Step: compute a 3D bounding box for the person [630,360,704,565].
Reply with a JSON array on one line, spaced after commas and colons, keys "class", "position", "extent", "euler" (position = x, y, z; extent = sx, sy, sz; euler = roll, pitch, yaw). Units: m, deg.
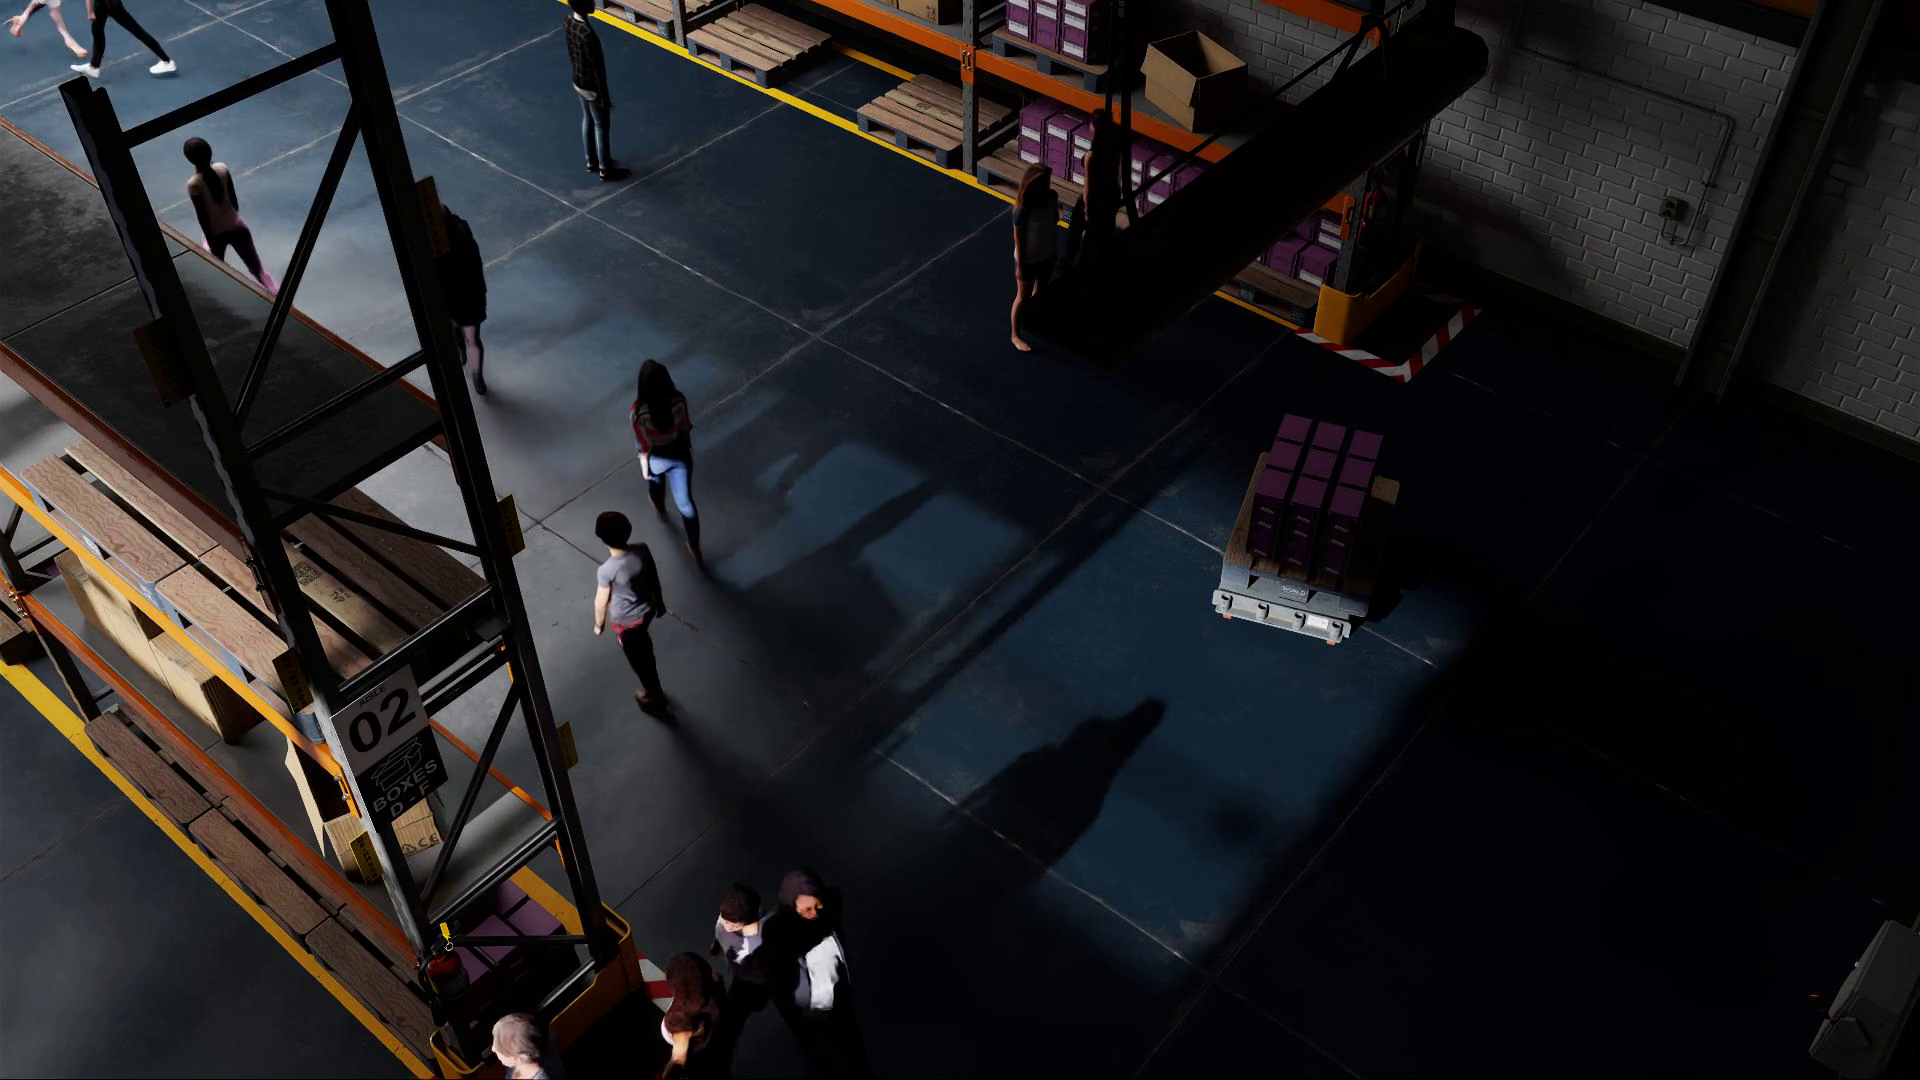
[{"class": "person", "position": [-2.022, -0.529, 11.652], "extent": [0.892, 1.569, 1.180], "euler": [-20, 47, -20]}]

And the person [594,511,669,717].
[{"class": "person", "position": [-2.007, 0.523, 10.500], "extent": [0.681, 1.635, 0.597], "euler": [27, 50, 25]}]

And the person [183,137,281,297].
[{"class": "person", "position": [-5.919, -2.468, 13.598], "extent": [1.218, 1.692, 0.712], "euler": [23, 48, 22]}]

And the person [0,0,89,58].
[{"class": "person", "position": [-9.537, -5.776, 17.015], "extent": [1.100, 1.768, 0.945], "euler": [4, 44, 4]}]

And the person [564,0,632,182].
[{"class": "person", "position": [-3.412, -4.195, 15.318], "extent": [0.766, 1.819, 0.576], "euler": [-27, 50, -26]}]

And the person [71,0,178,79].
[{"class": "person", "position": [-8.441, -5.391, 16.675], "extent": [1.161, 1.680, 1.200], "euler": [-8, 44, -8]}]

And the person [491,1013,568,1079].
[{"class": "person", "position": [-1.827, 2.819, 7.923], "extent": [0.979, 1.864, 0.946], "euler": [-12, 45, -12]}]

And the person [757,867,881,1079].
[{"class": "person", "position": [-0.839, 2.234, 8.756], "extent": [0.836, 1.562, 1.062], "euler": [-26, 49, -24]}]

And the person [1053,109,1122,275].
[{"class": "person", "position": [1.223, -2.821, 13.983], "extent": [0.662, 1.672, 0.897], "euler": [-32, 52, -29]}]

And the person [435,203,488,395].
[{"class": "person", "position": [-3.970, -1.932, 13.054], "extent": [0.859, 1.666, 0.942], "euler": [-15, 46, -15]}]

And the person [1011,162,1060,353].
[{"class": "person", "position": [0.592, -2.300, 13.396], "extent": [0.618, 1.727, 0.576], "euler": [-31, 52, -28]}]

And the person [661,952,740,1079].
[{"class": "person", "position": [-1.170, 2.605, 8.227], "extent": [0.780, 1.754, 0.717], "euler": [7, 44, 7]}]
